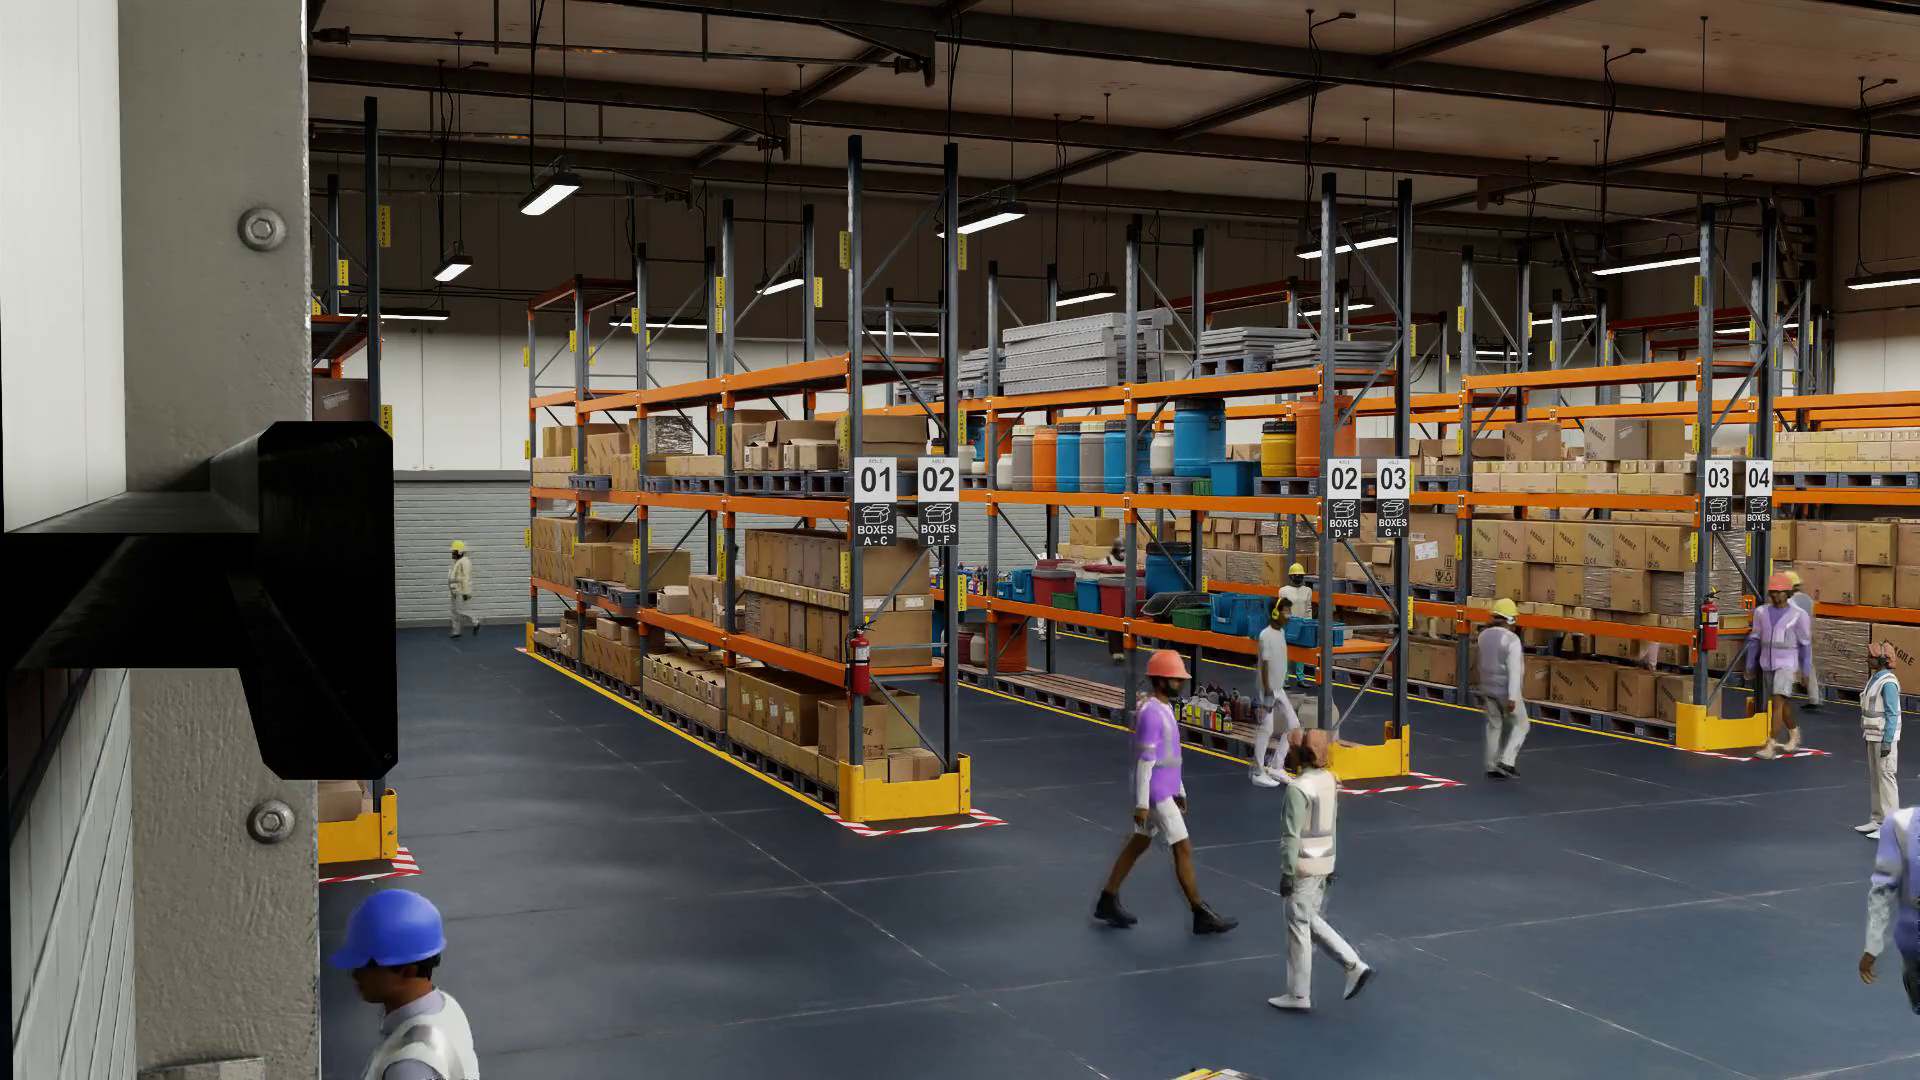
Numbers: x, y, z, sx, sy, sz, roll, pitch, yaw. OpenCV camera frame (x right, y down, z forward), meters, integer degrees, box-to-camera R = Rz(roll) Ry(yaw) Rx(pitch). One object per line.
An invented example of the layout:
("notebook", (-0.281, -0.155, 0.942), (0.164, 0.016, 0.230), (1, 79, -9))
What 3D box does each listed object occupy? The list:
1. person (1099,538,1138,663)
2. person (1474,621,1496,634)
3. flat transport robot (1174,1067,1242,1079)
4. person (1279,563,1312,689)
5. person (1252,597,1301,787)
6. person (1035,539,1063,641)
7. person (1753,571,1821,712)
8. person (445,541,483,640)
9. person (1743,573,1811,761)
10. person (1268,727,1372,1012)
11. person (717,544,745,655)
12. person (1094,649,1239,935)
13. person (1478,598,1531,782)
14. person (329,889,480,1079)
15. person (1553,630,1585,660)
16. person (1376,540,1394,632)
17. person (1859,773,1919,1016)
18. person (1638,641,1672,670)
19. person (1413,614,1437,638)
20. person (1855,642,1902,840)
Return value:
("person", (2.598, 0.972, 28.747), (0.703, 2.000, 0.825), (-1, 2, -15))
("person", (8.380, 0.984, 28.244), (0.615, 2.022, 0.801), (0, 2, -11))
("flat transport robot", (1.354, 2.638, 8.008), (0.652, 0.197, 1.431), (-2, 3, -44))
("person", (4.756, 1.214, 25.378), (0.530, 1.772, 0.302), (-1, 2, -17))
("person", (3.094, 1.480, 17.435), (0.574, 1.842, 0.574), (1, 3, 33))
("person", (1.625, 0.882, 32.535), (0.572, 1.886, 0.353), (-1, 2, -26))
("person", (10.693, 1.296, 23.042), (0.602, 1.782, 0.916), (-1, 2, -22))
("person", (-9.071, 0.912, 32.650), (0.570, 1.812, 0.607), (-1, 3, -34))
("person", (8.862, 1.339, 19.325), (1.051, 1.999, 0.611), (-1, 3, -33))
("person", (2.016, 1.869, 10.146), (0.479, 1.624, 0.519), (1, 3, 32))
("person", (-3.603, 1.019, 28.068), (0.647, 1.953, 0.436), (-1, 3, -33))
("person", (1.340, 1.670, 12.009), (0.986, 1.889, 0.561), (1, 2, 14))
("person", (5.381, 1.485, 17.736), (0.433, 1.814, 0.596), (-1, 2, -27))
("person", (-1.508, 1.915, 4.912), (0.417, 1.938, 0.662), (0, 2, -11))
("person", (8.998, 1.115, 26.472), (0.563, 1.877, 1.007), (0, 2, -4))
("person", (7.259, 0.956, 30.323), (0.627, 1.903, 0.630), (-1, 2, -14))
("person", (4.348, 1.825, 7.968), (0.562, 1.876, 1.027), (2, 3, 45))
("person", (10.030, 1.092, 25.922), (0.632, 1.972, 0.619), (-1, 2, -18))
("person", (7.277, 1.188, 28.149), (0.518, 1.596, 0.773), (-1, 2, -18))
("person", (7.717, 1.675, 15.015), (0.306, 1.639, 0.524), (0, 2, 12))
